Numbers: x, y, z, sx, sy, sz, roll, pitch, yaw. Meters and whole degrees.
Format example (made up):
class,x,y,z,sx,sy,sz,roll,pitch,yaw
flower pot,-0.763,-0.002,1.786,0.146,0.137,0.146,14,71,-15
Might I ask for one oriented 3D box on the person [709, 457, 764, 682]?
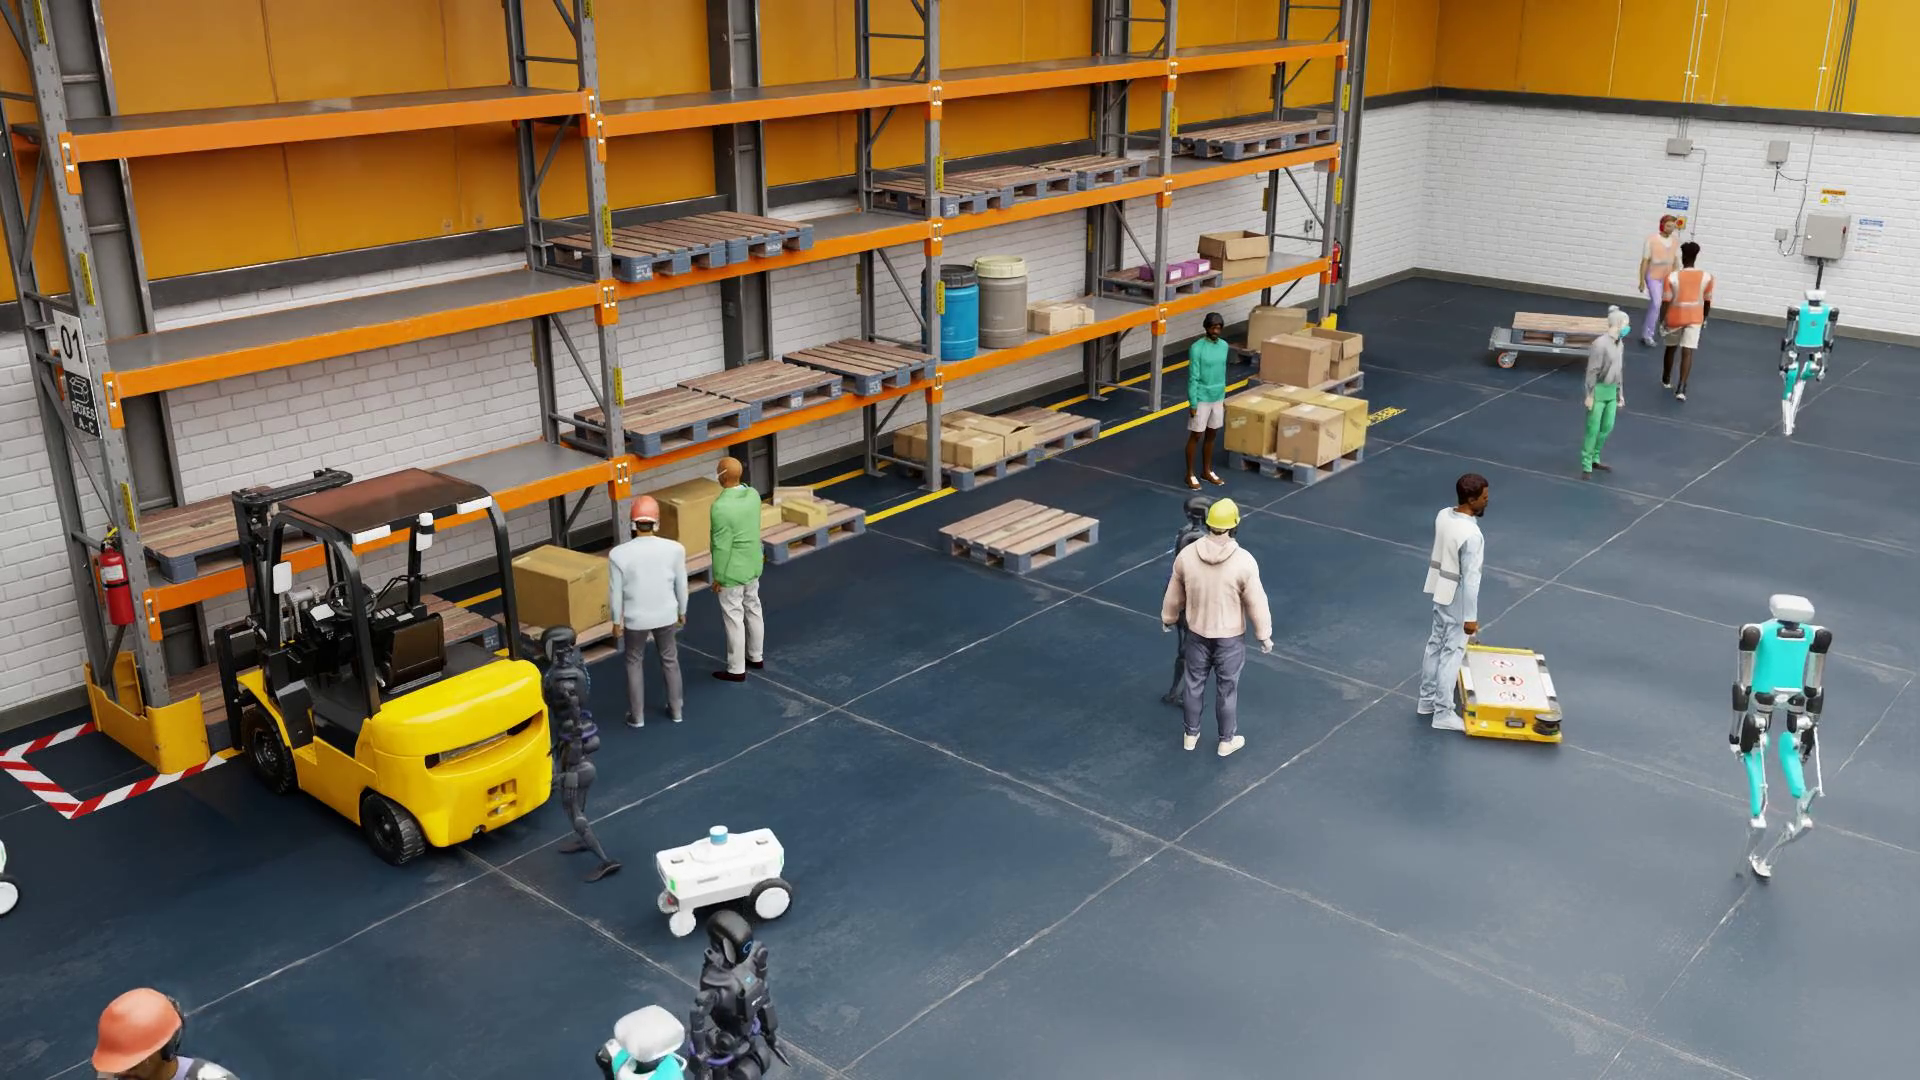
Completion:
class,x,y,z,sx,sy,sz,roll,pitch,yaw
person,-1.717,0.220,12.770,0.383,1.784,0.538,11,23,27

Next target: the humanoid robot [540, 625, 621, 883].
class,x,y,z,sx,sy,sz,roll,pitch,yaw
humanoid robot,-2.328,1.266,10.087,0.393,1.639,0.600,-8,22,-21

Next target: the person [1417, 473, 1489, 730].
class,x,y,z,sx,sy,sz,roll,pitch,yaw
person,3.559,0.433,11.997,0.376,1.916,0.595,-3,20,-7

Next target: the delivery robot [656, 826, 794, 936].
class,x,y,z,sx,sy,sz,roll,pitch,yaw
delivery robot,-1.388,1.976,9.811,0.817,0.614,0.499,-9,22,-23

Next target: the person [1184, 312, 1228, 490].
class,x,y,z,sx,sy,sz,roll,pitch,yaw
person,2.542,-1.451,17.205,0.505,1.846,0.379,-13,24,-32

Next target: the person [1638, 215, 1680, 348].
class,x,y,z,sx,sy,sz,roll,pitch,yaw
person,9.689,-3.562,22.942,0.572,1.829,0.584,-10,22,-25

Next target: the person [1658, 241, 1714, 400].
class,x,y,z,sx,sy,sz,roll,pitch,yaw
person,8.958,-2.732,20.598,0.606,1.915,1.046,6,21,17

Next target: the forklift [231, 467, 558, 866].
class,x,y,z,sx,sy,sz,roll,pitch,yaw
forklift,-3.730,0.710,10.856,2.313,2.155,1.214,17,26,38

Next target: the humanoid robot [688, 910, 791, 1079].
class,x,y,z,sx,sy,sz,roll,pitch,yaw
humanoid robot,-0.950,2.311,7.272,0.519,1.639,0.609,10,23,26

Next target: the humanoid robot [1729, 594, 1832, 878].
class,x,y,z,sx,sy,sz,roll,pitch,yaw
humanoid robot,4.960,1.281,10.023,0.536,1.819,0.739,1,20,2

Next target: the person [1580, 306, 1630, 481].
class,x,y,z,sx,sy,sz,roll,pitch,yaw
person,6.767,-1.562,17.540,0.648,1.829,0.355,-14,25,-34

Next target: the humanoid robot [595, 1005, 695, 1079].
class,x,y,z,sx,sy,sz,roll,pitch,yaw
humanoid robot,-0.995,2.530,6.584,0.540,1.753,0.892,16,26,37

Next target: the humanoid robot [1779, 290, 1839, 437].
class,x,y,z,sx,sy,sz,roll,pitch,yaw
humanoid robot,9.535,-2.014,18.869,0.546,1.742,0.966,5,21,12

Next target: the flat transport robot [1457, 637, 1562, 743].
class,x,y,z,sx,sy,sz,roll,pitch,yaw
flat transport robot,4.099,1.118,12.521,0.659,0.231,1.431,4,21,11

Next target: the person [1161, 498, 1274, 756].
class,x,y,z,sx,sy,sz,roll,pitch,yaw
person,1.772,0.618,11.568,0.804,1.867,0.407,9,22,23

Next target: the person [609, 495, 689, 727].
class,x,y,z,sx,sy,sz,roll,pitch,yaw
person,-2.242,0.521,12.015,0.578,1.734,0.352,-8,22,-20

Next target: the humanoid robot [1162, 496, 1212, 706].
class,x,y,z,sx,sy,sz,roll,pitch,yaw
humanoid robot,1.702,0.461,12.277,0.332,1.649,0.584,-3,21,-9

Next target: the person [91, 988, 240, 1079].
class,x,y,z,sx,sy,sz,roll,pitch,yaw
person,-2.946,2.531,6.225,0.630,1.982,1.072,7,21,17

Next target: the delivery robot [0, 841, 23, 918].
class,x,y,z,sx,sy,sz,roll,pitch,yaw
delivery robot,-5.956,1.995,9.727,0.524,0.591,0.762,17,26,38
